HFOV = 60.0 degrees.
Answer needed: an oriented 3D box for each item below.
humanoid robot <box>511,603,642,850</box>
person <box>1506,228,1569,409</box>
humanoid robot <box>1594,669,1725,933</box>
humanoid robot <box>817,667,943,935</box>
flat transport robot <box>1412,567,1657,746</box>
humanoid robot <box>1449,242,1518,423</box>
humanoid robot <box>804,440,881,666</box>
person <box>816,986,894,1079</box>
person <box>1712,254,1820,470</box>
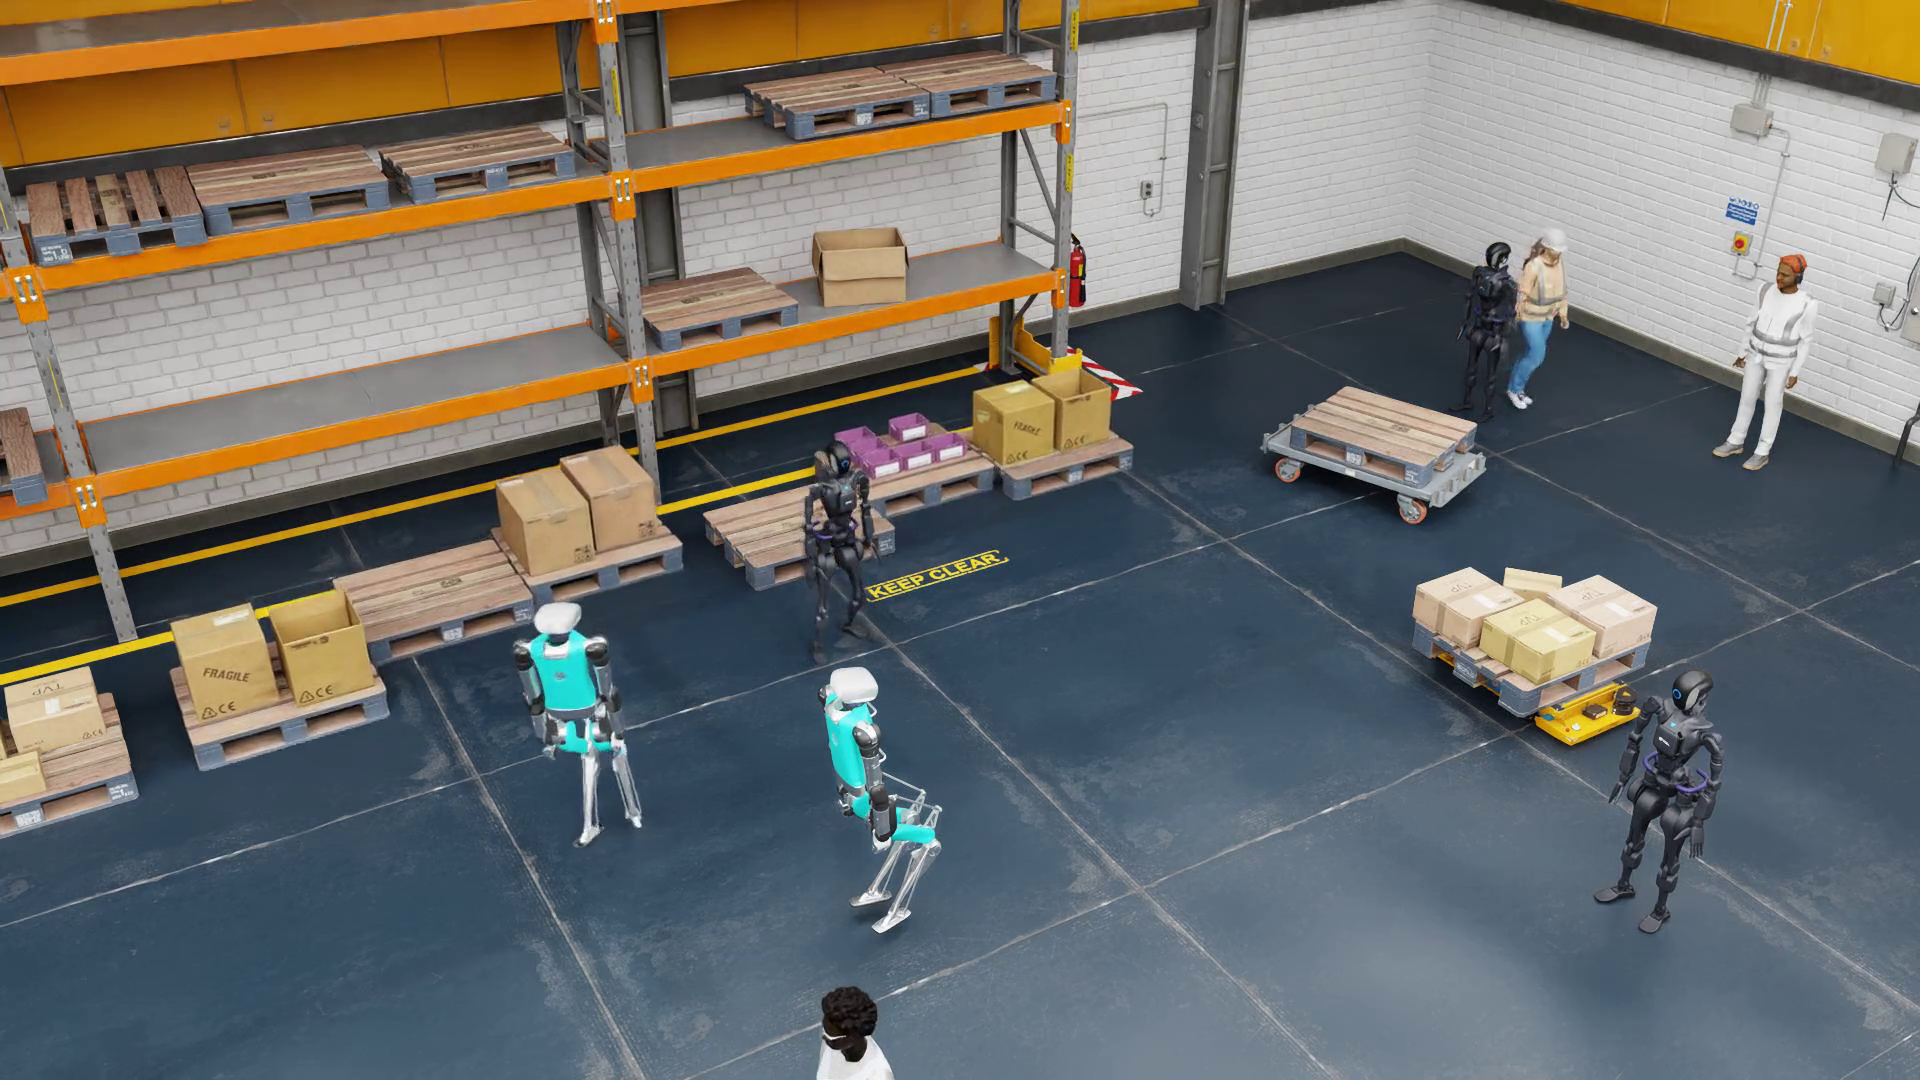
[{"bbox_3d":[-2.184,1.023,9.686,0.542,1.796,0.806,-1,29,-1],"label":"humanoid robot"},{"bbox_3d":[5.254,-2.009,15.070,0.484,1.706,0.470,-17,34,-28],"label":"person"},{"bbox_3d":[3.842,1.403,9.044,0.315,1.657,0.599,-16,33,-26],"label":"humanoid robot"},{"bbox_3d":[-0.359,1.352,8.953,0.735,1.677,0.533,-16,33,-26],"label":"humanoid robot"},{"bbox_3d":[3.869,0.890,11.399,0.659,0.231,1.431,-16,33,-26],"label":"flat transport robot"},{"bbox_3d":[4.702,-1.859,14.821,0.315,1.655,0.599,-16,33,-26],"label":"humanoid robot"},{"bbox_3d":[-0.853,0.037,11.474,0.599,1.635,0.391,-23,36,-34],"label":"humanoid robot"},{"bbox_3d":[-0.432,2.540,7.025,0.317,1.695,0.539,-16,33,-26],"label":"person"},{"bbox_3d":[6.816,-1.507,14.001,0.337,1.882,0.582,-16,33,-26],"label":"person"}]
